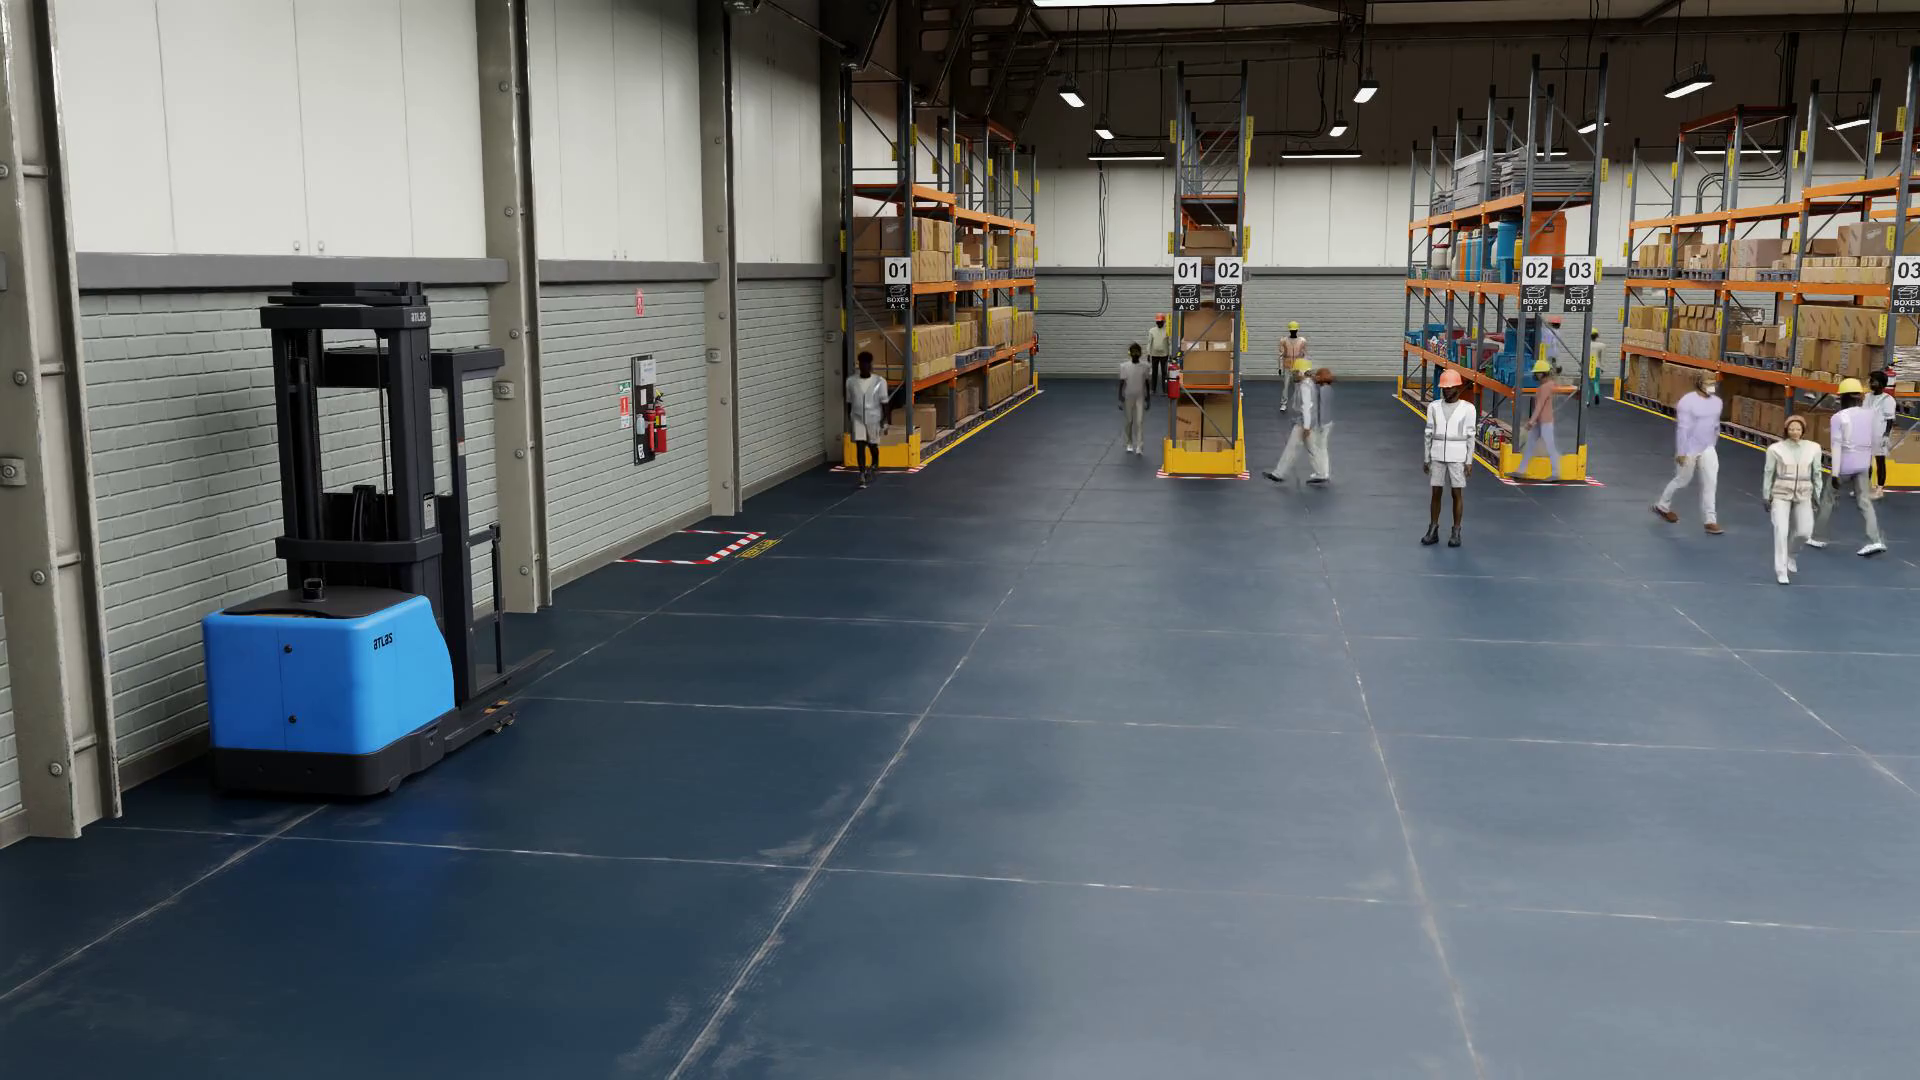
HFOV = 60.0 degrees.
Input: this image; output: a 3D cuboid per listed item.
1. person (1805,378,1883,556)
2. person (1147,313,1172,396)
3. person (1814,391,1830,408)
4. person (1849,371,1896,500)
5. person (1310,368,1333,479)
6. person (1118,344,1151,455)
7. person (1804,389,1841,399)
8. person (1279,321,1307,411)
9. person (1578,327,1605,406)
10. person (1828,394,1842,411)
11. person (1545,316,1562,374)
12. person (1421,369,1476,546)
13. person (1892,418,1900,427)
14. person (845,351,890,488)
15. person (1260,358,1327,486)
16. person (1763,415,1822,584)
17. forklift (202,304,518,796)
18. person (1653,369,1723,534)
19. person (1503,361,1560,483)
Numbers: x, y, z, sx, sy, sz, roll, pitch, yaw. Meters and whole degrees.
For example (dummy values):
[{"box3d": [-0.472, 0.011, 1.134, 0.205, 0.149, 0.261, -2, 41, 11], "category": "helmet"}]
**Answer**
[{"box3d": [9.537, -0.785, 17.771, 0.585, 1.874, 1.000, -2, 9, -10], "category": "person"}, {"box3d": [4.827, -4.491, 40.207, 0.622, 1.992, 0.396, 4, 10, 22], "category": "person"}, {"box3d": [18.775, -3.794, 36.087, 0.628, 1.939, 0.373, 1, 9, 5], "category": "person"}, {"box3d": [12.081, -1.381, 21.962, 0.324, 1.701, 0.546, -2, 9, -12], "category": "person"}, {"box3d": [5.218, -1.687, 24.092, 0.378, 1.601, 0.542, 4, 10, 25], "category": "person"}, {"box3d": [2.887, -2.344, 27.515, 0.547, 1.827, 0.981, 1, 9, 4], "category": "person"}, {"box3d": [20.345, -4.215, 38.942, 1.018, 1.860, 0.660, 4, 10, 21], "category": "person"}, {"box3d": [7.145, -3.731, 35.728, 0.593, 1.925, 0.384, 1, 9, 8], "category": "person"}, {"box3d": [14.064, -3.854, 37.025, 0.527, 1.751, 0.419, 2, 9, 13], "category": "person"}, {"box3d": [17.254, -3.184, 32.529, 0.598, 1.869, 0.442, 2, 9, 14], "category": "person"}, {"box3d": [14.736, -4.639, 41.452, 0.976, 1.895, 0.559, -2, 9, -10], "category": "person"}, {"box3d": [5.356, -0.905, 18.263, 0.552, 1.935, 0.373, 6, 11, 32], "category": "person"}, {"box3d": [17.561, -2.993, 31.610, 0.617, 1.781, 0.925, 1, 9, 3], "category": "person"}, {"box3d": [-1.284, -1.720, 23.421, 0.621, 1.914, 0.875, 1, 9, 3], "category": "person"}, {"box3d": [4.735, -1.645, 23.312, 0.947, 1.777, 0.614, 3, 10, 18], "category": "person"}, {"box3d": [8.043, -0.406, 16.113, 0.537, 1.625, 0.467, 2, 9, 11], "category": "person"}, {"box3d": [-3.673, -0.038, 10.147, 1.129, 2.768, 1.873, 1, 9, 9], "category": "forklift"}, {"box3d": [8.518, -1.055, 19.375, 0.645, 1.897, 0.939, -2, 9, -13], "category": "person"}, {"box3d": [8.173, -1.678, 23.659, 0.848, 1.731, 0.529, 2, 9, 11], "category": "person"}]
